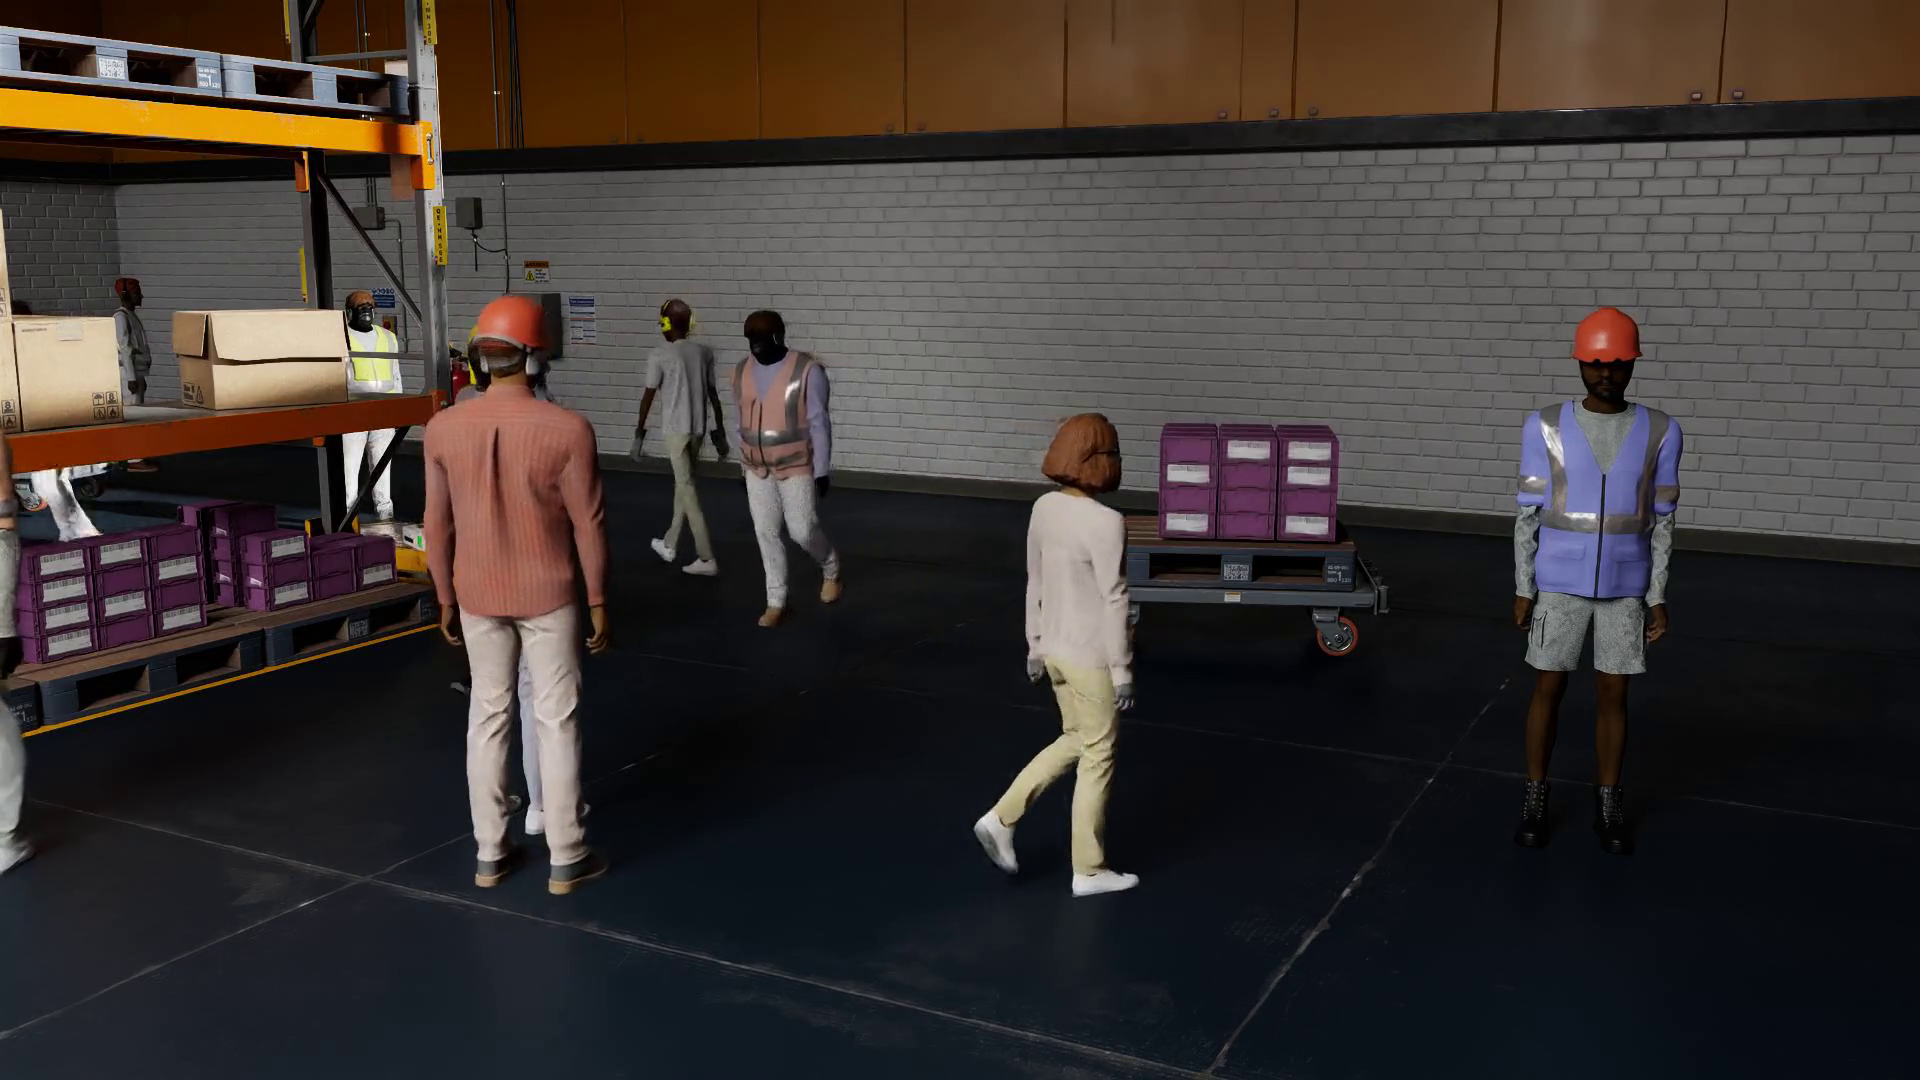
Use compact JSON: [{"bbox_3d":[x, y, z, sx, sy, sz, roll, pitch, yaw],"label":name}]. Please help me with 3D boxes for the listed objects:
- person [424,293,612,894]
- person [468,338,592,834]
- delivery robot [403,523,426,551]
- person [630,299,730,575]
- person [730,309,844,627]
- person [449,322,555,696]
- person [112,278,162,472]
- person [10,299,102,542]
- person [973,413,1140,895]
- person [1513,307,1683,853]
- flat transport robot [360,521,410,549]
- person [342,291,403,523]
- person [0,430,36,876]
[{"bbox_3d":[-1.455,0.182,5.559,0.622,1.991,0.399,2,10,9],"label":"person"},{"bbox_3d":[-1.641,0.149,6.105,0.511,1.872,0.328,4,10,20],"label":"person"},{"bbox_3d":[-3.143,-0.007,10.544,0.707,0.478,0.477,-6,12,-34],"label":"delivery robot"},{"bbox_3d":[-1.903,-0.699,11.182,0.575,1.812,0.936,-10,14,-44],"label":"person"},{"bbox_3d":[-0.997,-0.425,9.615,0.643,1.815,0.608,4,11,24],"label":"person"},{"bbox_3d":[-2.321,-0.149,8.042,0.599,1.804,0.769,6,12,32],"label":"person"},{"bbox_3d":[-8.054,-1.604,16.225,0.356,1.882,0.574,-4,10,-20],"label":"person"},{"bbox_3d":[-6.267,-0.733,11.384,0.653,1.812,0.481,9,13,42],"label":"person"},{"bbox_3d":[0.352,0.394,5.420,0.477,1.620,0.504,-5,11,-25],"label":"person"},{"bbox_3d":[2.246,0.151,5.903,0.545,1.938,0.362,2,10,13],"label":"person"},{"bbox_3d":[-3.946,0.059,11.254,0.652,0.197,1.431,-6,12,-32],"label":"flat transport robot"},{"bbox_3d":[-4.471,-0.946,12.526,0.621,1.845,0.429,-10,14,-44],"label":"person"},{"bbox_3d":[-3.434,0.204,5.623,0.596,1.925,0.388,4,11,21],"label":"person"}]
